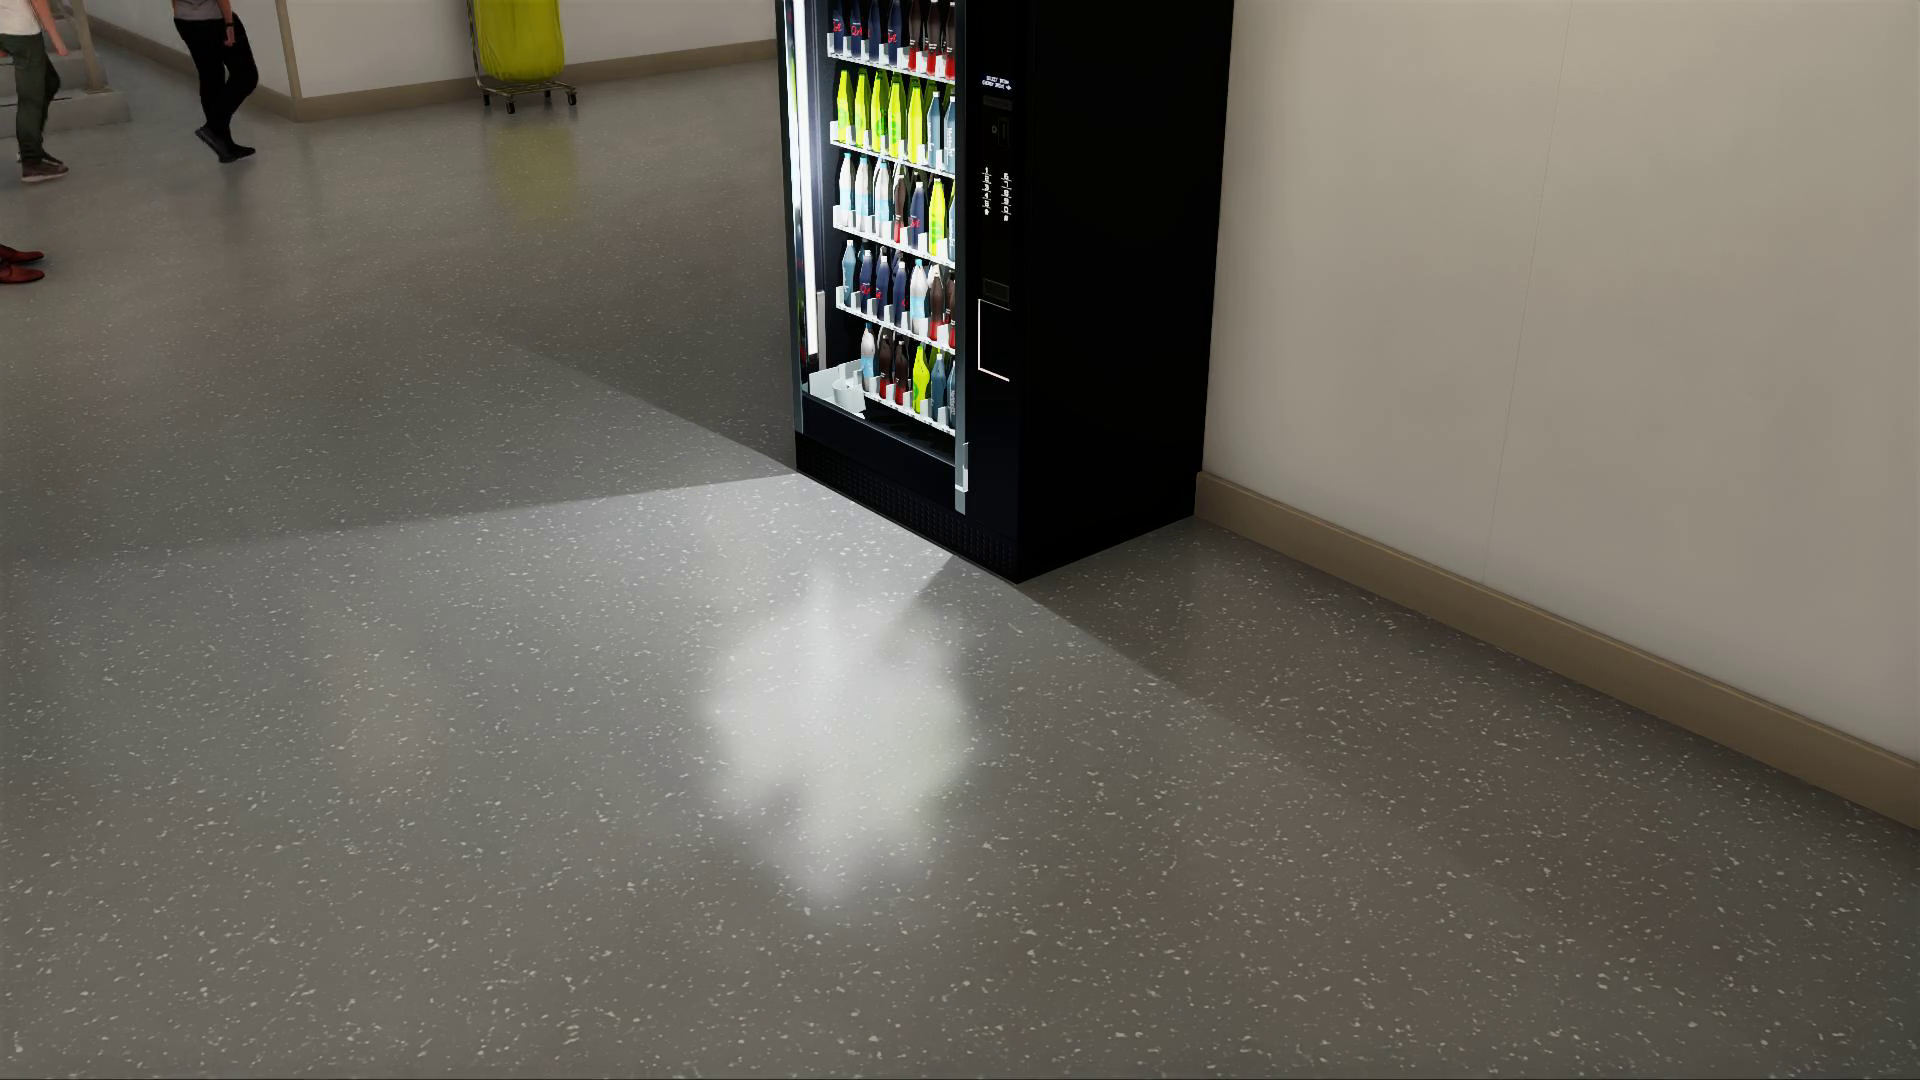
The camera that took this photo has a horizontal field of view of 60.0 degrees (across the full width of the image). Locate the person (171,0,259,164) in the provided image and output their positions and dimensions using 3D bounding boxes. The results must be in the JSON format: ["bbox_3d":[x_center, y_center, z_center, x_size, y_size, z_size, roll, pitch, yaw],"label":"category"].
[{"bbox_3d":[-4.602,-3.123,10.032,0.897,1.742,0.908,8,27,17],"label":"person"}]

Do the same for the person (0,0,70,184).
[{"bbox_3d":[-5.546,-2.896,9.682,0.629,1.637,0.703,16,30,29],"label":"person"}]
